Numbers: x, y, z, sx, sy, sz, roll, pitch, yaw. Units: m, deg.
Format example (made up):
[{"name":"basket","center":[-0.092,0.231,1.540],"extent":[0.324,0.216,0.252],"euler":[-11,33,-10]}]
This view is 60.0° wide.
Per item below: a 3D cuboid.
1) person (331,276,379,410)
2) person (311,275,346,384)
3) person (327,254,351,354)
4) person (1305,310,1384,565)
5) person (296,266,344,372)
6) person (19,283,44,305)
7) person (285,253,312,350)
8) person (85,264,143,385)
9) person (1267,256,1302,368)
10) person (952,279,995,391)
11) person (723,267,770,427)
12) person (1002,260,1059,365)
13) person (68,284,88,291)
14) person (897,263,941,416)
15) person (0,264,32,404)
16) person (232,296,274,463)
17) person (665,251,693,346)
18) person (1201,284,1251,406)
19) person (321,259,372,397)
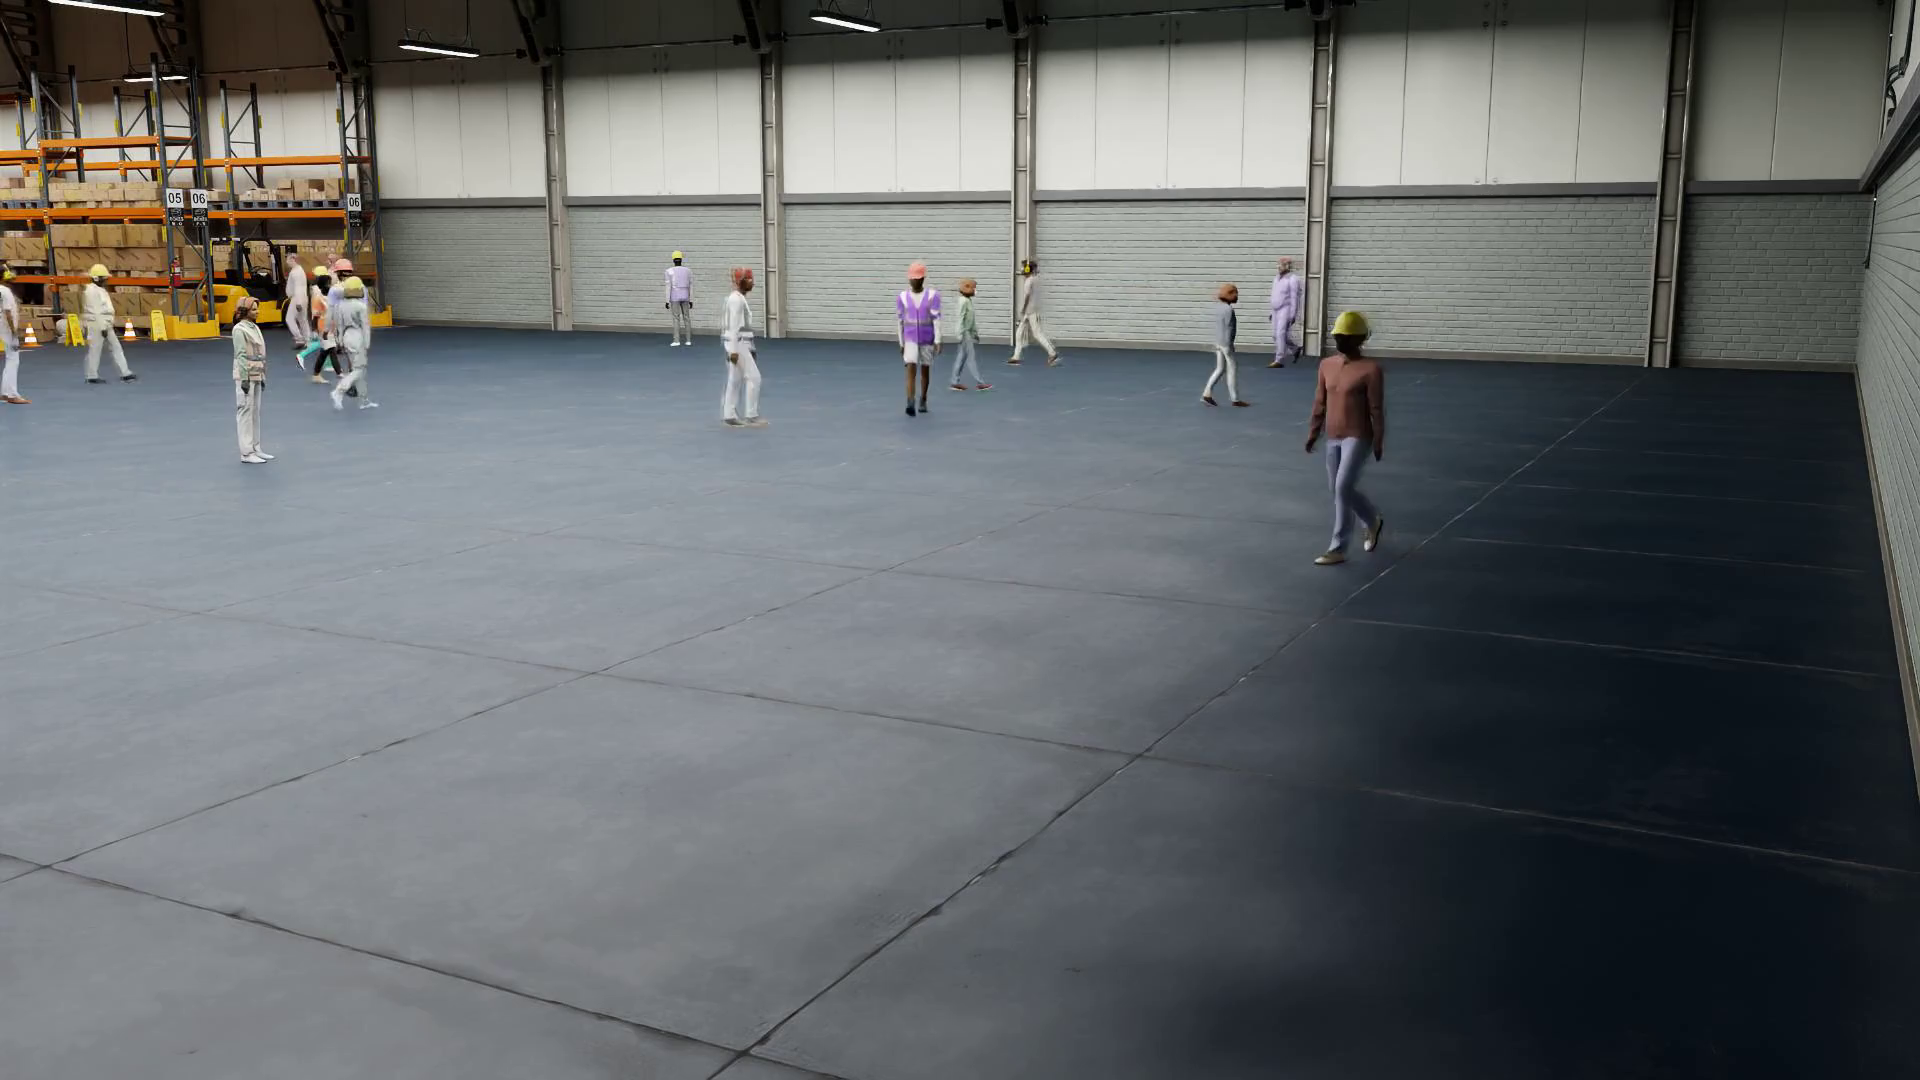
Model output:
[{"name":"person","center":[-7.819,-2.518,21.342],"extent":[0.494,1.723,0.722],"euler":[6,12,31]},{"name":"person","center":[-9.456,-3.141,24.927],"extent":[0.793,1.656,0.545],"euler":[1,10,6]},{"name":"person","center":[-11.711,-4.424,31.274],"extent":[0.480,1.892,0.647],"euler":[7,13,35]},{"name":"person","center":[2.727,-0.721,11.504],"extent":[0.758,1.738,0.522],"euler":[-7,13,-34]},{"name":"person","center":[-10.519,-3.606,27.206],"extent":[0.636,1.746,0.532],"euler":[-3,11,-17]},{"name":"person","center":[-23.257,-6.396,41.622],"extent":[0.745,2.000,0.692],"euler":[7,12,33]},{"name":"person","center":[-13.009,-4.657,32.559],"extent":[0.576,1.886,0.673],"euler":[-3,11,-14]},{"name":"person","center":[-12.800,-3.237,25.050],"extent":[0.822,1.797,0.612],"euler":[-2,11,-12]},{"name":"person","center":[5.534,-3.870,28.256],"extent":[0.672,1.887,0.656],"euler":[-4,11,-20]},{"name":"person","center":[0.187,-2.954,24.008],"extent":[0.688,1.601,0.526],"euler":[2,11,12]},{"name":"person","center":[-2.468,-2.230,19.376],"extent":[0.705,1.862,0.605],"euler":[-1,10,-5]},{"name":"person","center":[1.264,-3.930,28.776],"extent":[0.964,1.835,0.514],"euler":[0,10,1]},{"name":"person","center":[-22.403,-6.449,42.392],"extent":[0.601,1.866,0.593],"euler":[9,14,41]},{"name":"person","center":[-0.514,-2.498,20.777],"extent":[0.566,1.883,0.984],"euler":[0,10,1]},{"name":"person","center":[-12.681,-2.728,22.146],"extent":[0.364,1.850,0.575],"euler":[-8,13,-38]},{"name":"person","center":[-7.028,-1.584,16.474],"extent":[0.315,1.641,0.515],"euler":[-1,10,-5]},{"name":"person","center":[-5.699,-4.886,33.708],"extent":[0.589,1.923,0.384],"euler":[-6,12,-30]},{"name":"person","center":[3.488,-2.547,21.818],"extent":[0.555,1.633,0.512],"euler":[-2,11,-9]},{"name":"person","center":[-8.560,-2.942,23.133],"extent":[0.788,1.903,0.561],"euler":[6,12,30]}]
